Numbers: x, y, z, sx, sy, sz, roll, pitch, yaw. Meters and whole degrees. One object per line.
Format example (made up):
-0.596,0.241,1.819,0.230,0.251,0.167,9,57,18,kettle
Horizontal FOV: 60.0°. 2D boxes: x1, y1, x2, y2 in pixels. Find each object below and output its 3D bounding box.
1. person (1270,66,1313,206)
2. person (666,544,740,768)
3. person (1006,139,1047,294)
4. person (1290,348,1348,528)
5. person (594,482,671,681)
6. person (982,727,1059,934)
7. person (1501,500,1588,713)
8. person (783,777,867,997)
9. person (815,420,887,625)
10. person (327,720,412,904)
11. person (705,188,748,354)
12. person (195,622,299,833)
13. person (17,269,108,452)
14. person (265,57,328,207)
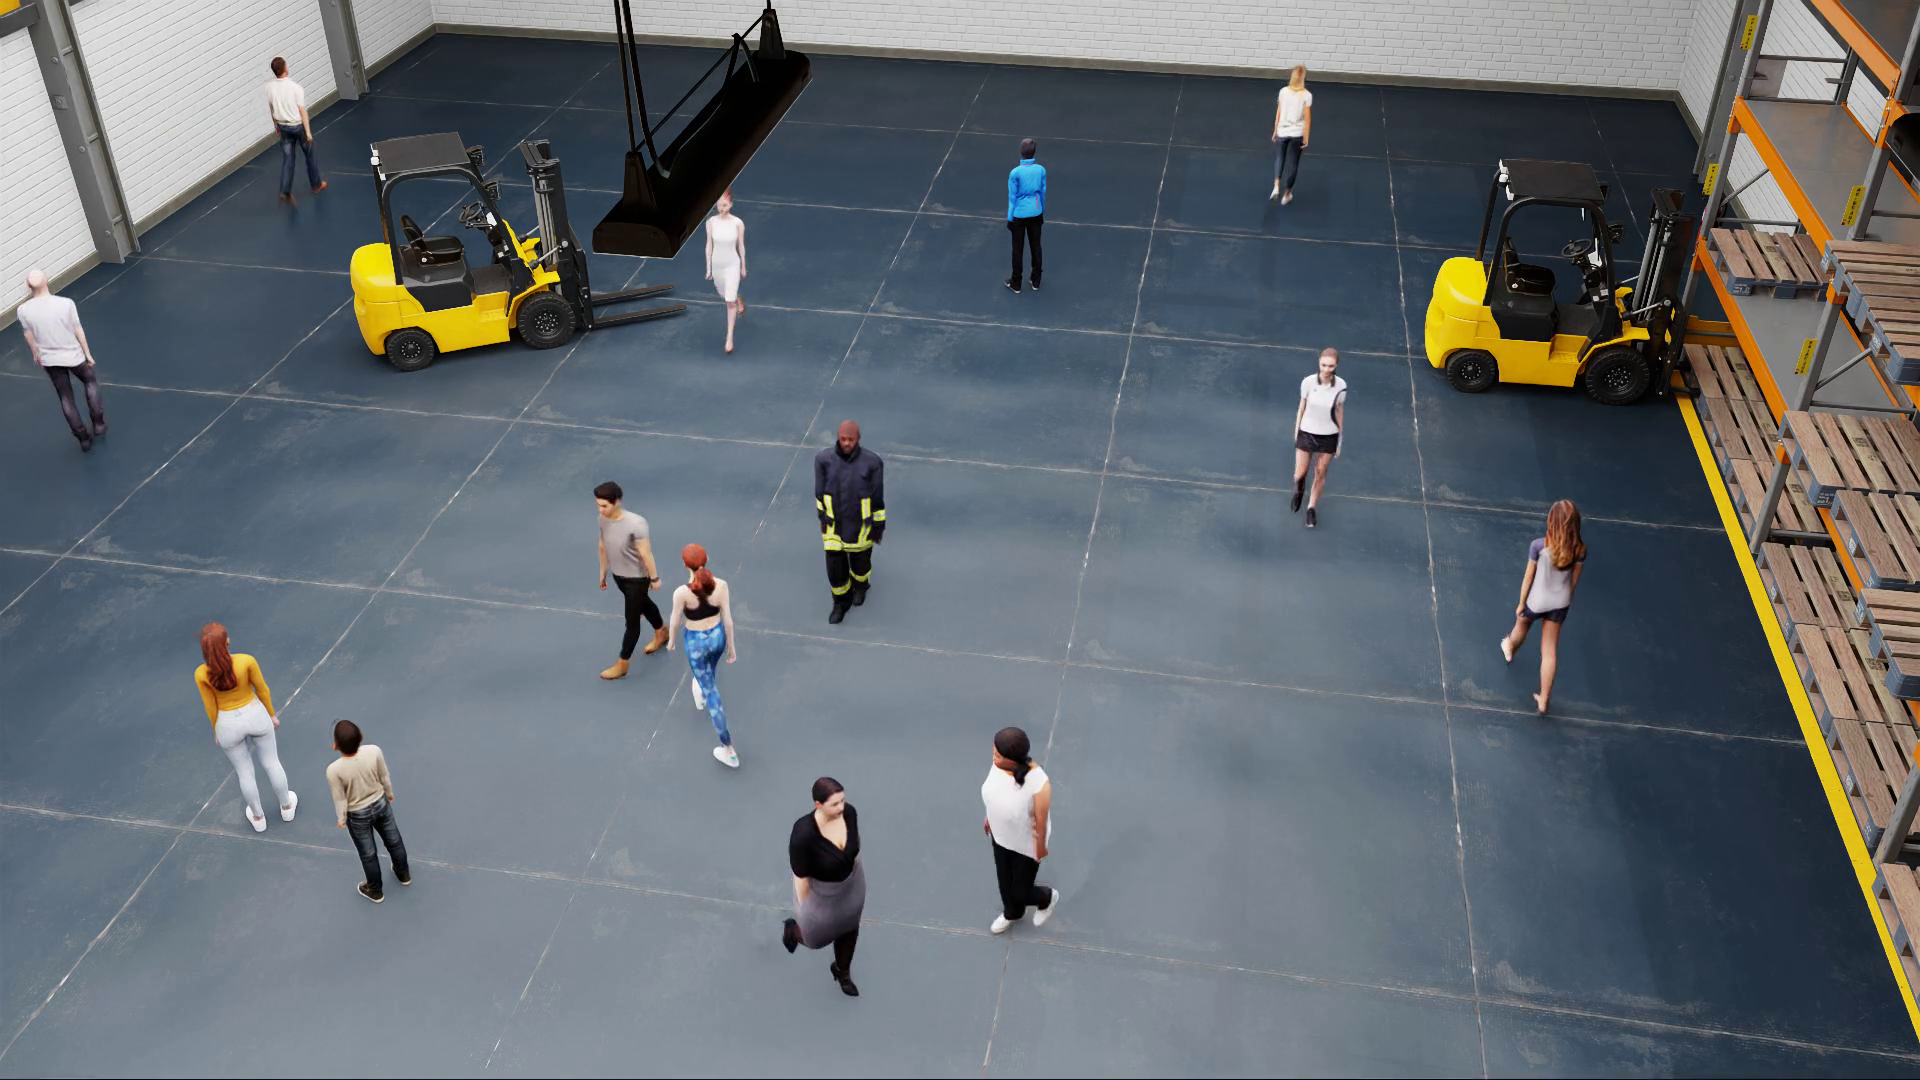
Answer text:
4.143,-5.063,20.972,0.717,1.797,0.810,15,36,21,person
-1.807,0.877,12.094,1.078,1.733,1.255,-18,38,-25,person
0.761,-3.692,18.910,0.688,1.796,0.706,-13,36,-18,person
3.200,-0.953,14.840,0.574,1.740,0.640,4,34,7,person
-2.522,0.227,13.125,0.959,1.673,1.138,24,40,31,person
0.408,1.847,10.689,0.880,1.673,0.819,-23,40,-31,person
4.485,0.537,12.659,0.742,1.673,1.132,1,34,1,person
-0.869,2.112,10.228,0.952,1.742,0.989,-26,42,-34,person
-0.896,-0.248,13.725,0.767,1.800,0.896,4,34,5,person
-3.915,1.776,10.984,0.689,1.465,0.603,28,43,36,person
-2.474,-2.920,17.776,0.599,1.766,1.067,4,34,6,person
-4.939,1.279,11.473,0.687,1.751,0.734,-16,37,-23,person
-8.560,-1.681,15.866,0.869,1.818,0.928,-12,35,-17,person
-8.514,-5.155,21.087,0.668,1.824,1.176,5,34,7,person
